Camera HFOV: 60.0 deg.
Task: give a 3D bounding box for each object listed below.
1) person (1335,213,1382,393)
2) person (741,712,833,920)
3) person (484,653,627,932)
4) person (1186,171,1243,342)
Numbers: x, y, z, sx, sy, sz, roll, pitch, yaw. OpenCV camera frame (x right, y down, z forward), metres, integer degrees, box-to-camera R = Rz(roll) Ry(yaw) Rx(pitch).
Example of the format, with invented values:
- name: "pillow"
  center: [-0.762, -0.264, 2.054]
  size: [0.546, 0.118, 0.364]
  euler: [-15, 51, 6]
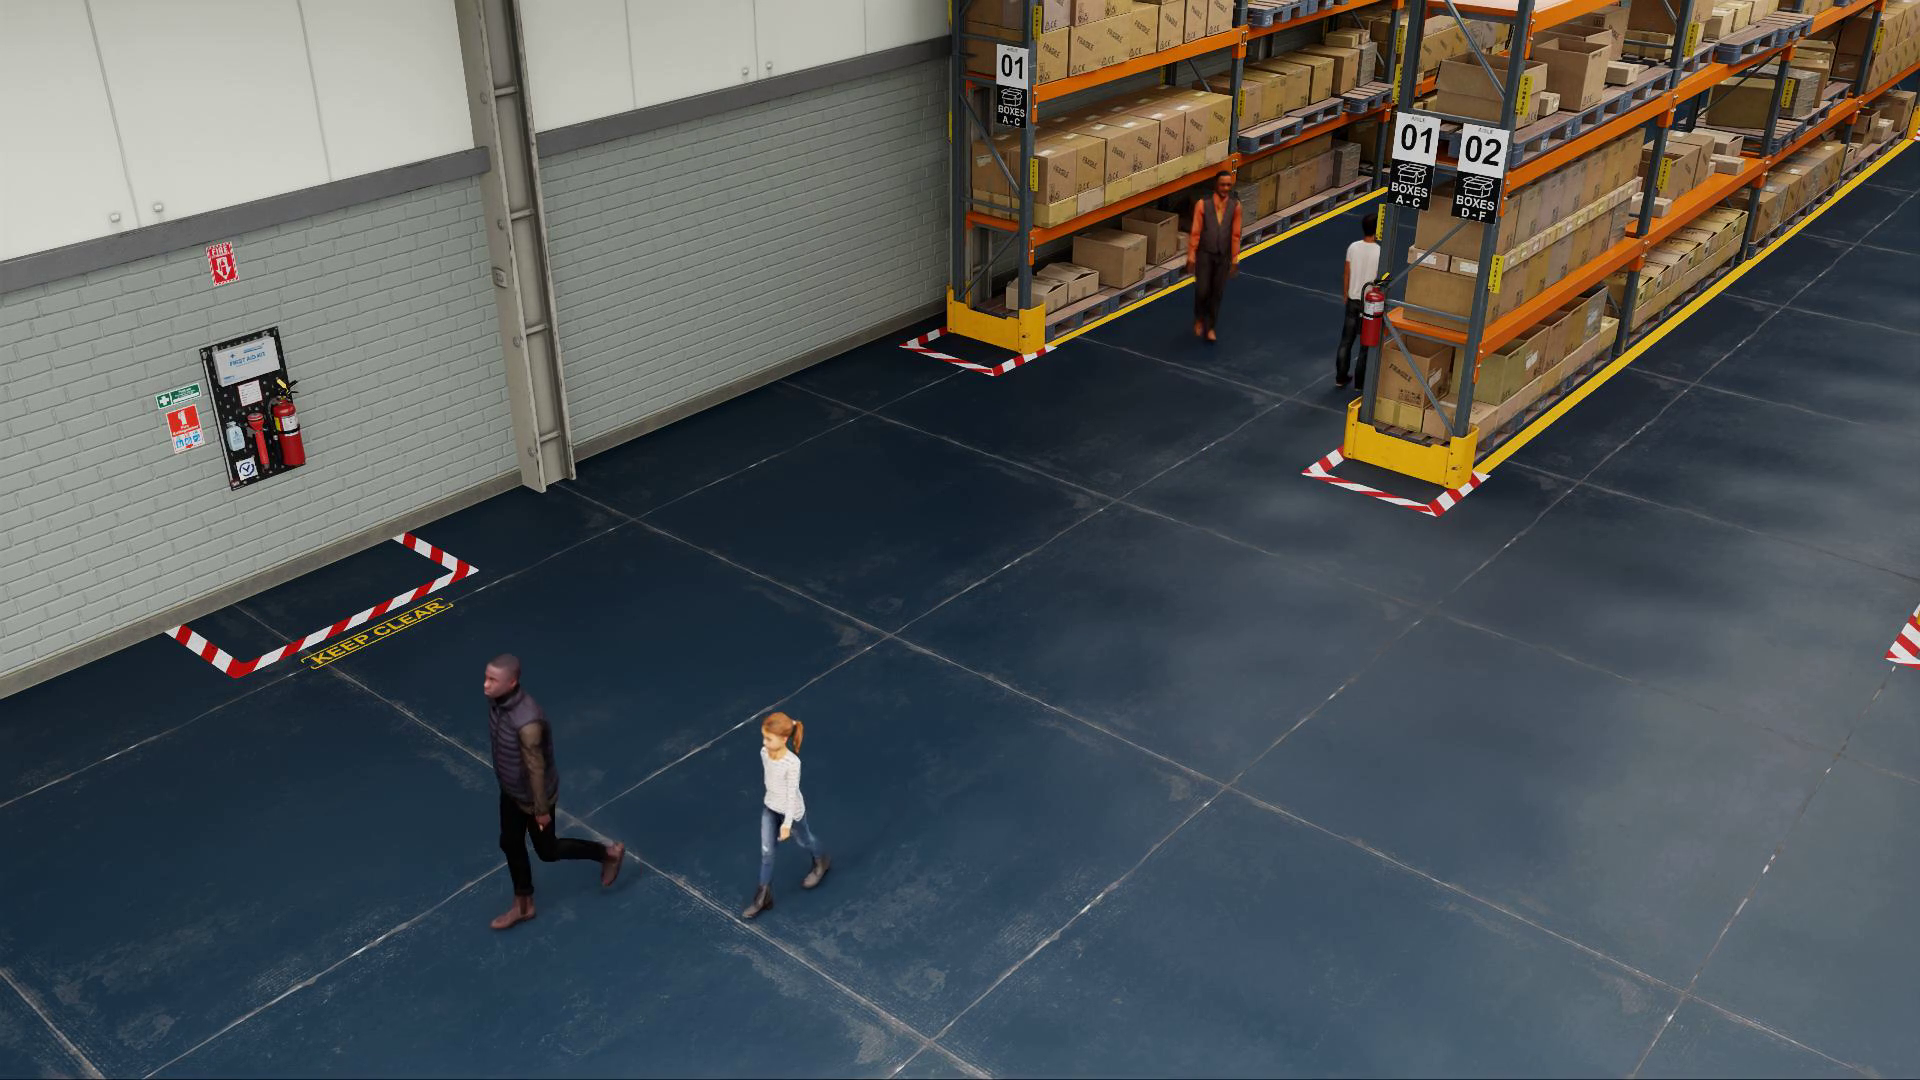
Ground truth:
- name: "person"
  center: [4.025, -2.382, 16.627]
  size: [0.657, 1.803, 0.547]
  euler: [25, 37, 39]
- name: "person"
  center: [-0.967, 1.570, 9.754]
  size: [0.475, 1.287, 0.901]
  euler: [21, 35, 34]
- name: "person"
  center: [-2.383, 1.401, 9.512]
  size: [1.146, 1.813, 0.846]
  euler: [-21, 34, -34]
- name: "person"
  center: [2.692, -3.058, 17.805]
  size: [0.872, 1.889, 0.929]
  euler: [-2, 28, -4]
